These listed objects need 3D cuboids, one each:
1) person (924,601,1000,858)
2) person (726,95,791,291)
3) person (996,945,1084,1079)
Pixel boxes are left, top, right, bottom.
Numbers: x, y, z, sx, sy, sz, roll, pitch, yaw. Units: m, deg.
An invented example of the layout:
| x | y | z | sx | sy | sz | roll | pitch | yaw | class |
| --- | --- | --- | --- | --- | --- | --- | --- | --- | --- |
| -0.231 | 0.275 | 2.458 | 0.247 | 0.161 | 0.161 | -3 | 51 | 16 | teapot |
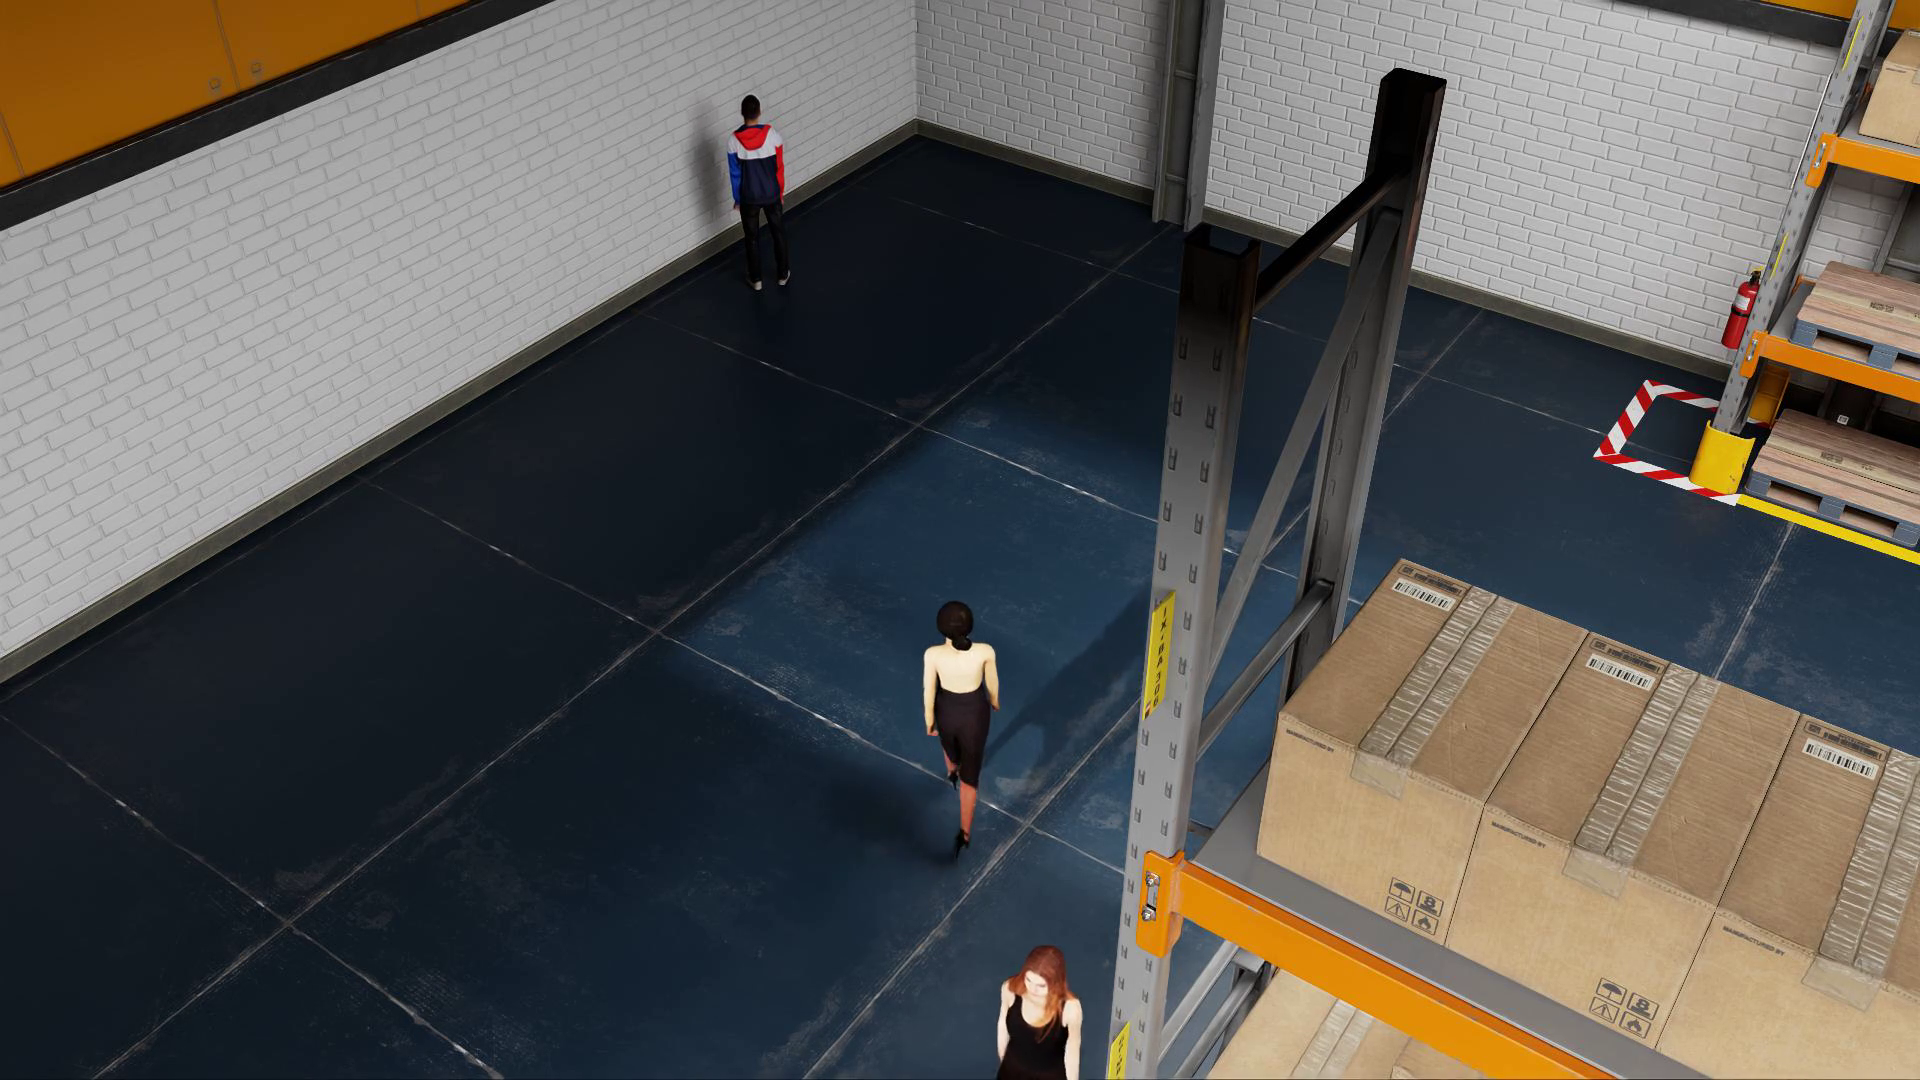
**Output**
| x | y | z | sx | sy | sz | roll | pitch | yaw | class |
| --- | --- | --- | --- | --- | --- | --- | --- | --- | --- |
| 0.012 | 1.071 | 9.397 | 1.022 | 1.618 | 0.939 | 3 | 39 | 4 | person |
| -1.738 | -3.000 | 14.384 | 0.716 | 1.756 | 0.759 | -9 | 40 | -11 | person |
| 0.402 | 2.384 | 7.675 | 0.672 | 1.715 | 0.707 | 14 | 41 | 17 | person |
